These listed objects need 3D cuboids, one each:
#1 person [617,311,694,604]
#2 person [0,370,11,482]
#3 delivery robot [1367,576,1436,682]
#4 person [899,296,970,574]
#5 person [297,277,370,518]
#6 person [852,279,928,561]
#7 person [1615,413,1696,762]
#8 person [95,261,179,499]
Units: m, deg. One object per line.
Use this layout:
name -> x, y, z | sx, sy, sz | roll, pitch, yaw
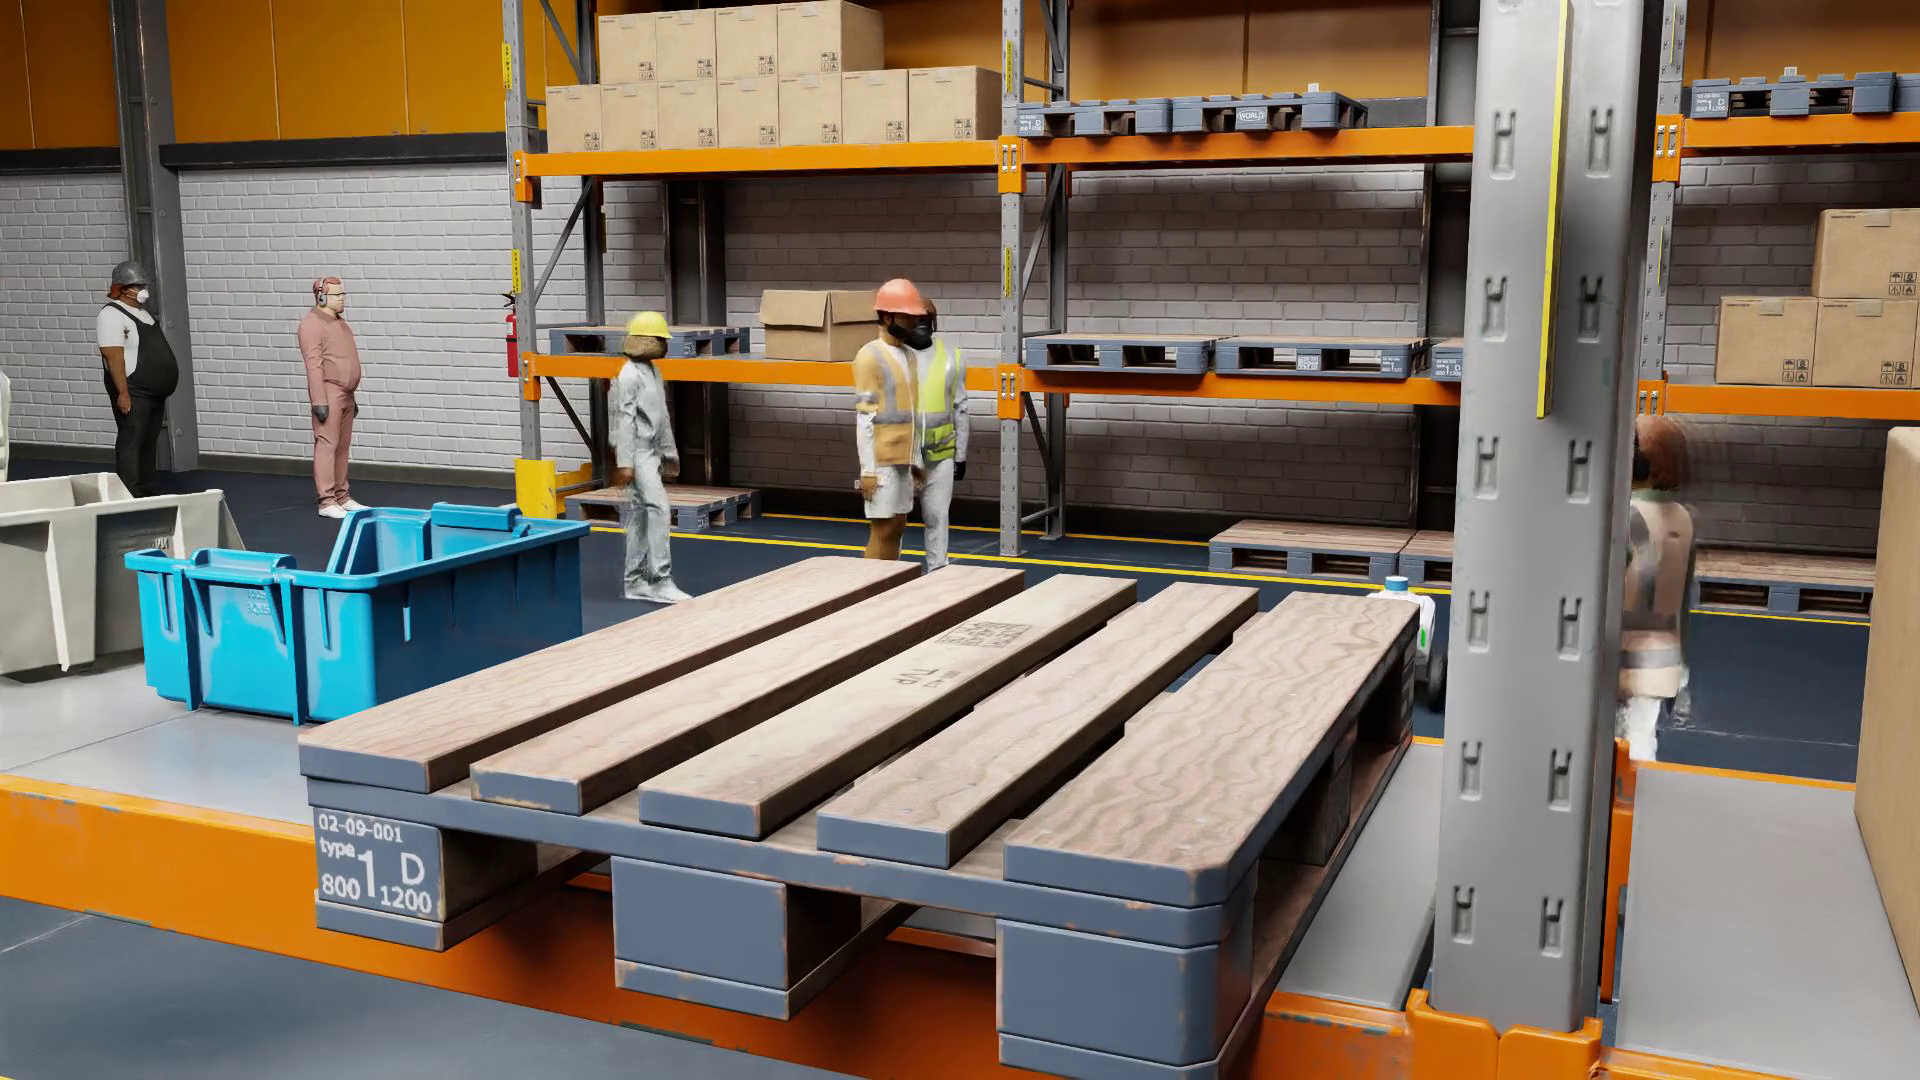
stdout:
person -> -1.764, -0.484, 9.870 | 0.593, 1.723, 0.512 | 1, 10, 8
person -> -5.011, -0.274, 8.334 | 0.403, 1.834, 0.588 | 1, 10, 6
delivery robot -> 2.028, 0.413, 7.759 | 0.477, 0.478, 0.707 | 3, 10, 18
person -> -0.251, -0.505, 9.736 | 0.624, 1.836, 0.430 | -2, 10, -13
person -> -4.979, -1.133, 13.264 | 0.410, 1.909, 0.643 | 0, 9, 2
person -> -0.347, -0.449, 9.111 | 0.413, 1.928, 0.581 | 5, 11, 26
person -> 1.976, 0.422, 4.857 | 0.514, 1.598, 0.843 | -9, 13, -44
person -> -6.601, -1.230, 13.443 | 0.538, 2.000, 0.684 | -1, 9, -4
